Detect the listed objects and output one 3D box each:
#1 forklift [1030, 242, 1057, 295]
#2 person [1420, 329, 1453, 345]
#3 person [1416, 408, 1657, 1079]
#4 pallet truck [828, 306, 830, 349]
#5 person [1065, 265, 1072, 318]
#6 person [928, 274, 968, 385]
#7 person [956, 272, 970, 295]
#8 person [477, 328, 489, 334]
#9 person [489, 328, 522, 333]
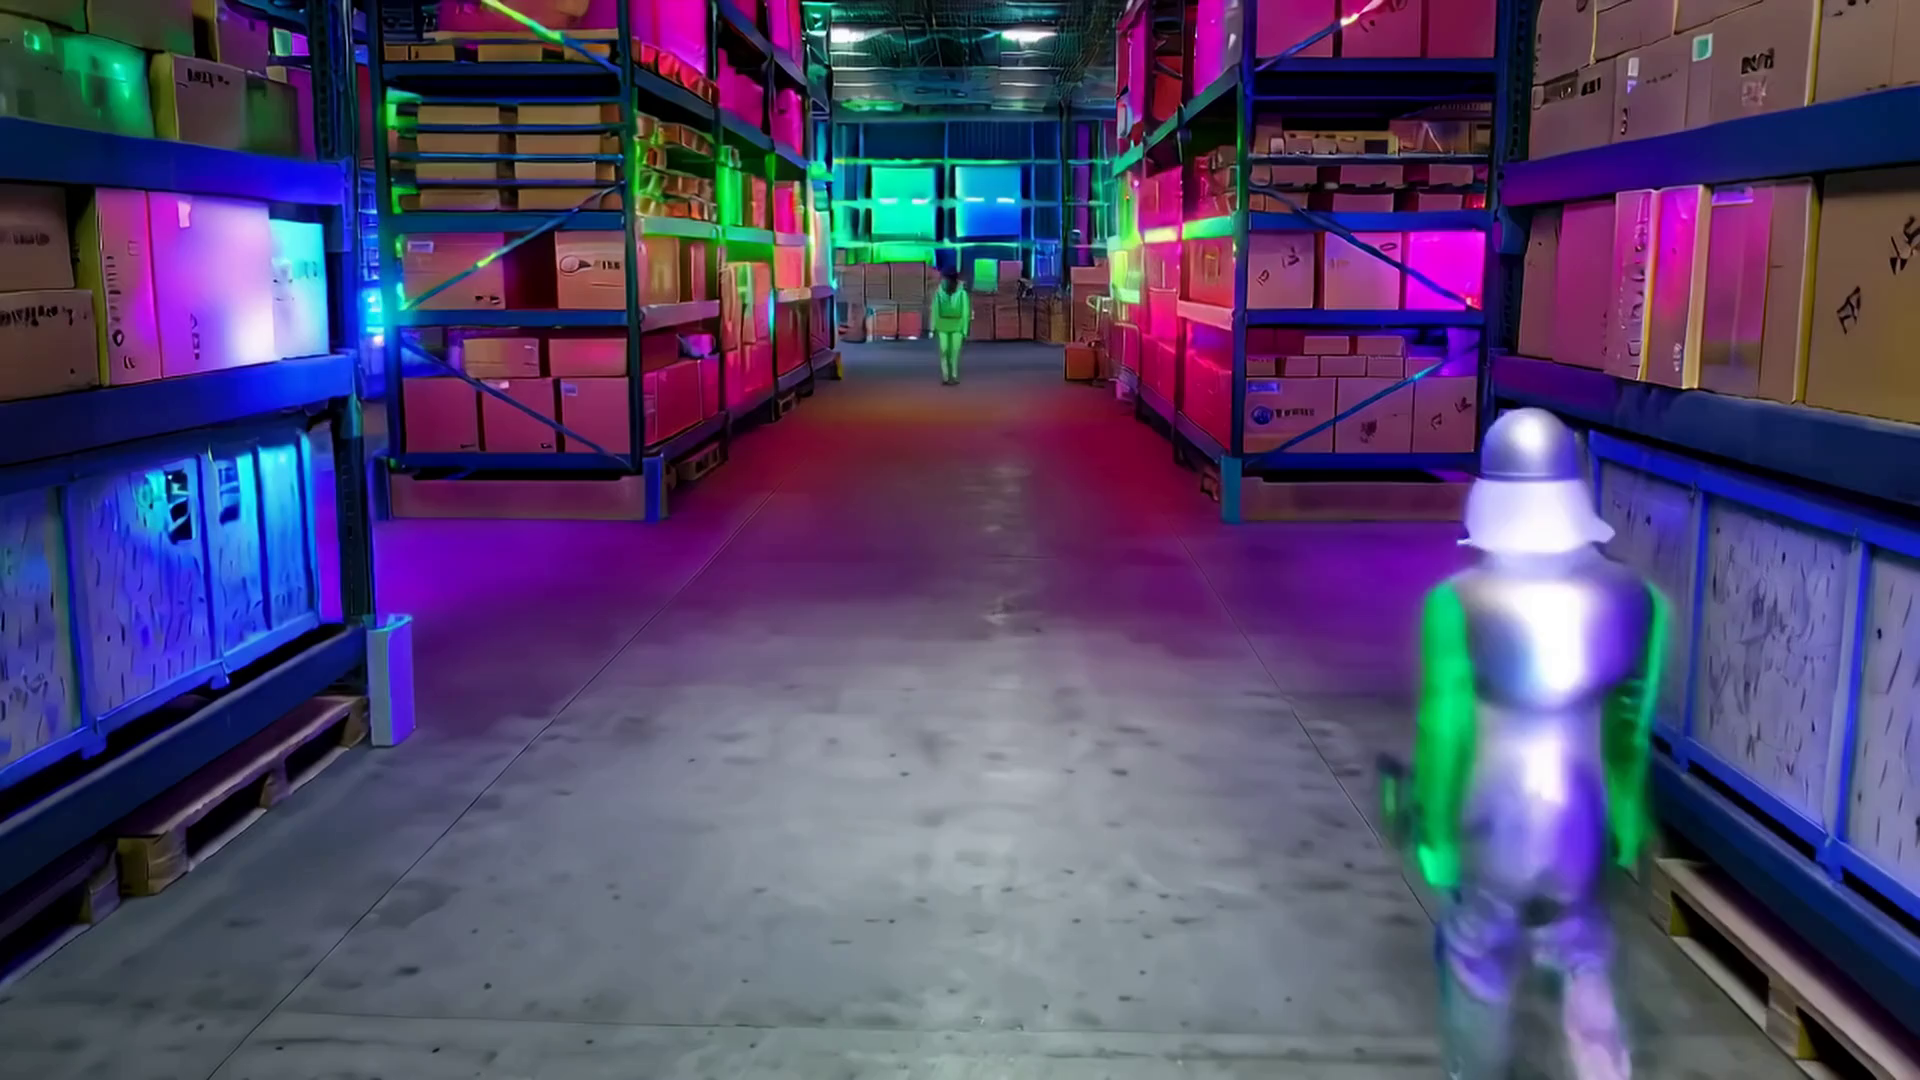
[{"bbox_3d":[3.230,-10.146,64.339,1.129,2.768,1.873,0,9,1],"label":"forklift"},{"bbox_3d":[11.615,-5.654,40.360,0.842,1.905,0.544,-5,11,-25],"label":"person"},{"bbox_3d":[1.195,0.589,3.463,0.497,1.723,0.649,0,9,2],"label":"person"},{"bbox_3d":[-3.100,-3.940,29.800,1.885,1.965,0.823,3,10,19],"label":"pallet truck"},{"bbox_3d":[4.017,-8.966,60.149,0.583,1.920,0.390,-8,12,-39],"label":"person"},{"bbox_3d":[-0.198,-3.456,27.422,0.673,1.828,0.555,0,9,-1],"label":"person"},{"bbox_3d":[0.083,-8.884,60.385,0.536,1.665,0.759,-7,11,-34],"label":"person"},{"bbox_3d":[-7.874,-3.604,27.955,0.548,1.942,0.348,0,9,3],"label":"person"},{"bbox_3d":[-5.373,-2.151,20.067,0.545,1.674,0.686,0,9,0],"label":"person"}]
